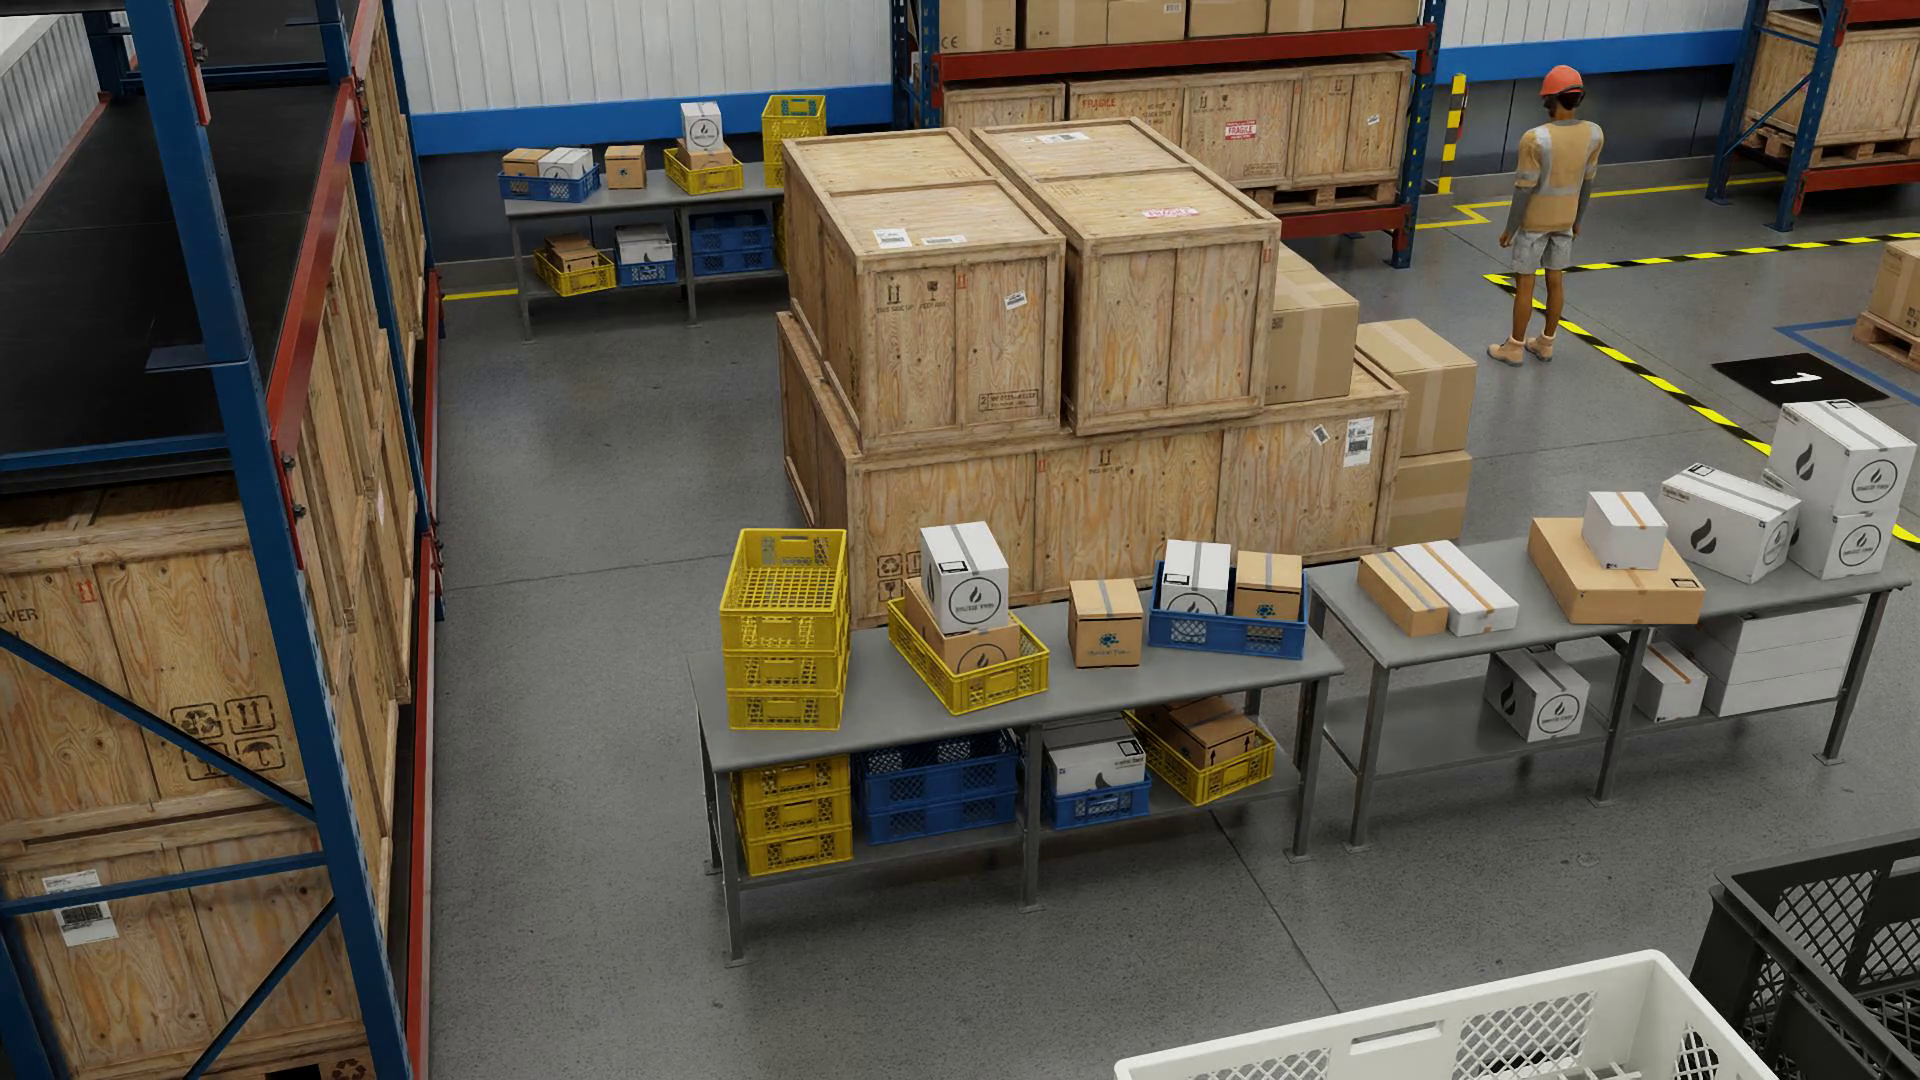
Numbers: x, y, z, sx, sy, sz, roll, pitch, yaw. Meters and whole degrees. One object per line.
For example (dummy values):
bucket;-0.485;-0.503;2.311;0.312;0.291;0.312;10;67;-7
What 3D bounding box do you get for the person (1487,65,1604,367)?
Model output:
person;3.931;-2.161;11.213;0.604;2.034;0.384;-9;30;-16
